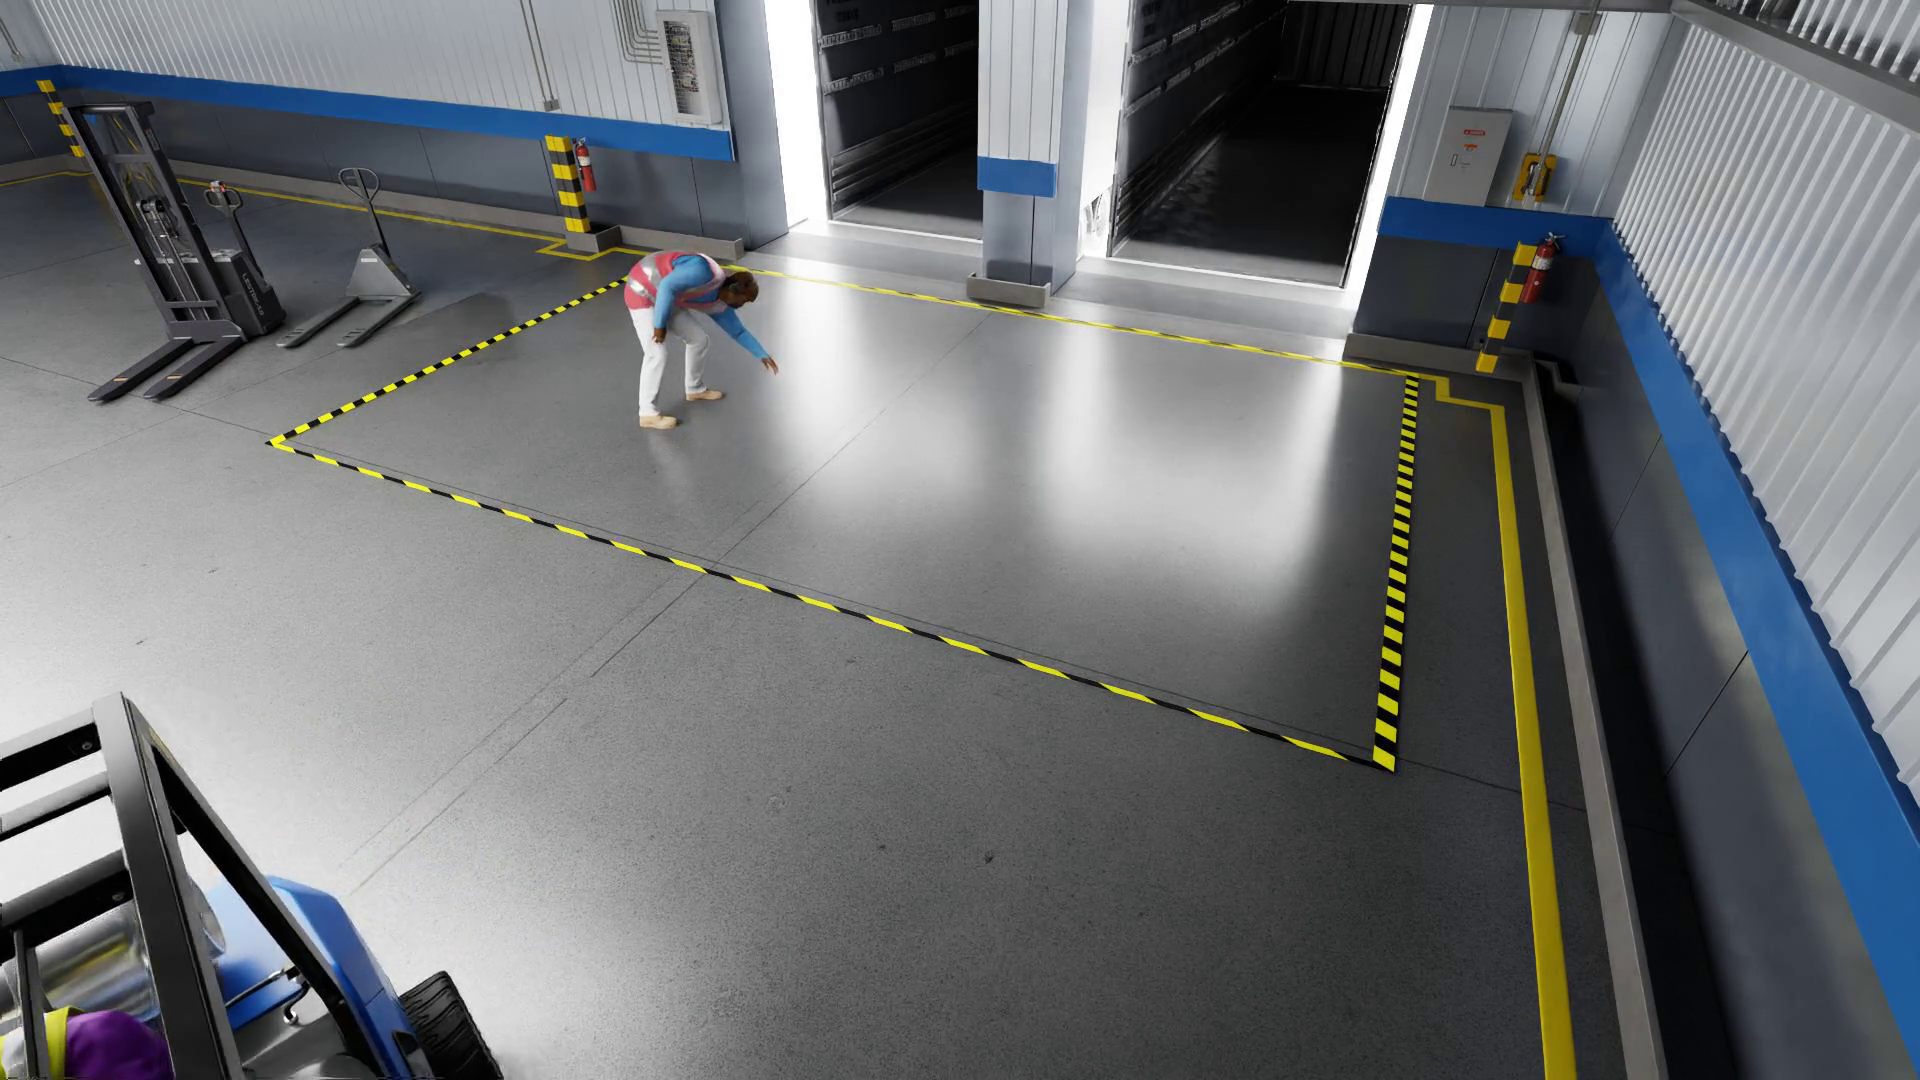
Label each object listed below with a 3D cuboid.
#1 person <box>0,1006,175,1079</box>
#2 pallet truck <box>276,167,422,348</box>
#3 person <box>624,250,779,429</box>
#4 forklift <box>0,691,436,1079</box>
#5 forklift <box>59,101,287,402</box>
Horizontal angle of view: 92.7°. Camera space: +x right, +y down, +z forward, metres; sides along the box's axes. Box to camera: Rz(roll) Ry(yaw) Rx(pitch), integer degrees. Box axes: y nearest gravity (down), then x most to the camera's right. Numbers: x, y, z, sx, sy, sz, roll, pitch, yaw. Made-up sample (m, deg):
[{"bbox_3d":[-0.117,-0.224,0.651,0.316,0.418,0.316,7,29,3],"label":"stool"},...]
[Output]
[{"bbox_3d":[-1.425,1.377,1.413,0.635,1.294,1.004,-28,44,-34],"label":"person"},{"bbox_3d":[-5.732,-2.611,8.414,0.680,1.201,1.601,-1,35,-1],"label":"pallet truck"},{"bbox_3d":[-2.021,-1.546,6.924,0.869,1.250,0.959,12,37,17],"label":"person"},{"bbox_3d":[-1.460,1.503,1.560,1.157,2.036,2.680,-28,44,-34],"label":"forklift"},{"bbox_3d":[-6.686,-2.387,7.434,0.823,1.965,1.885,-3,35,-5],"label":"forklift"}]
